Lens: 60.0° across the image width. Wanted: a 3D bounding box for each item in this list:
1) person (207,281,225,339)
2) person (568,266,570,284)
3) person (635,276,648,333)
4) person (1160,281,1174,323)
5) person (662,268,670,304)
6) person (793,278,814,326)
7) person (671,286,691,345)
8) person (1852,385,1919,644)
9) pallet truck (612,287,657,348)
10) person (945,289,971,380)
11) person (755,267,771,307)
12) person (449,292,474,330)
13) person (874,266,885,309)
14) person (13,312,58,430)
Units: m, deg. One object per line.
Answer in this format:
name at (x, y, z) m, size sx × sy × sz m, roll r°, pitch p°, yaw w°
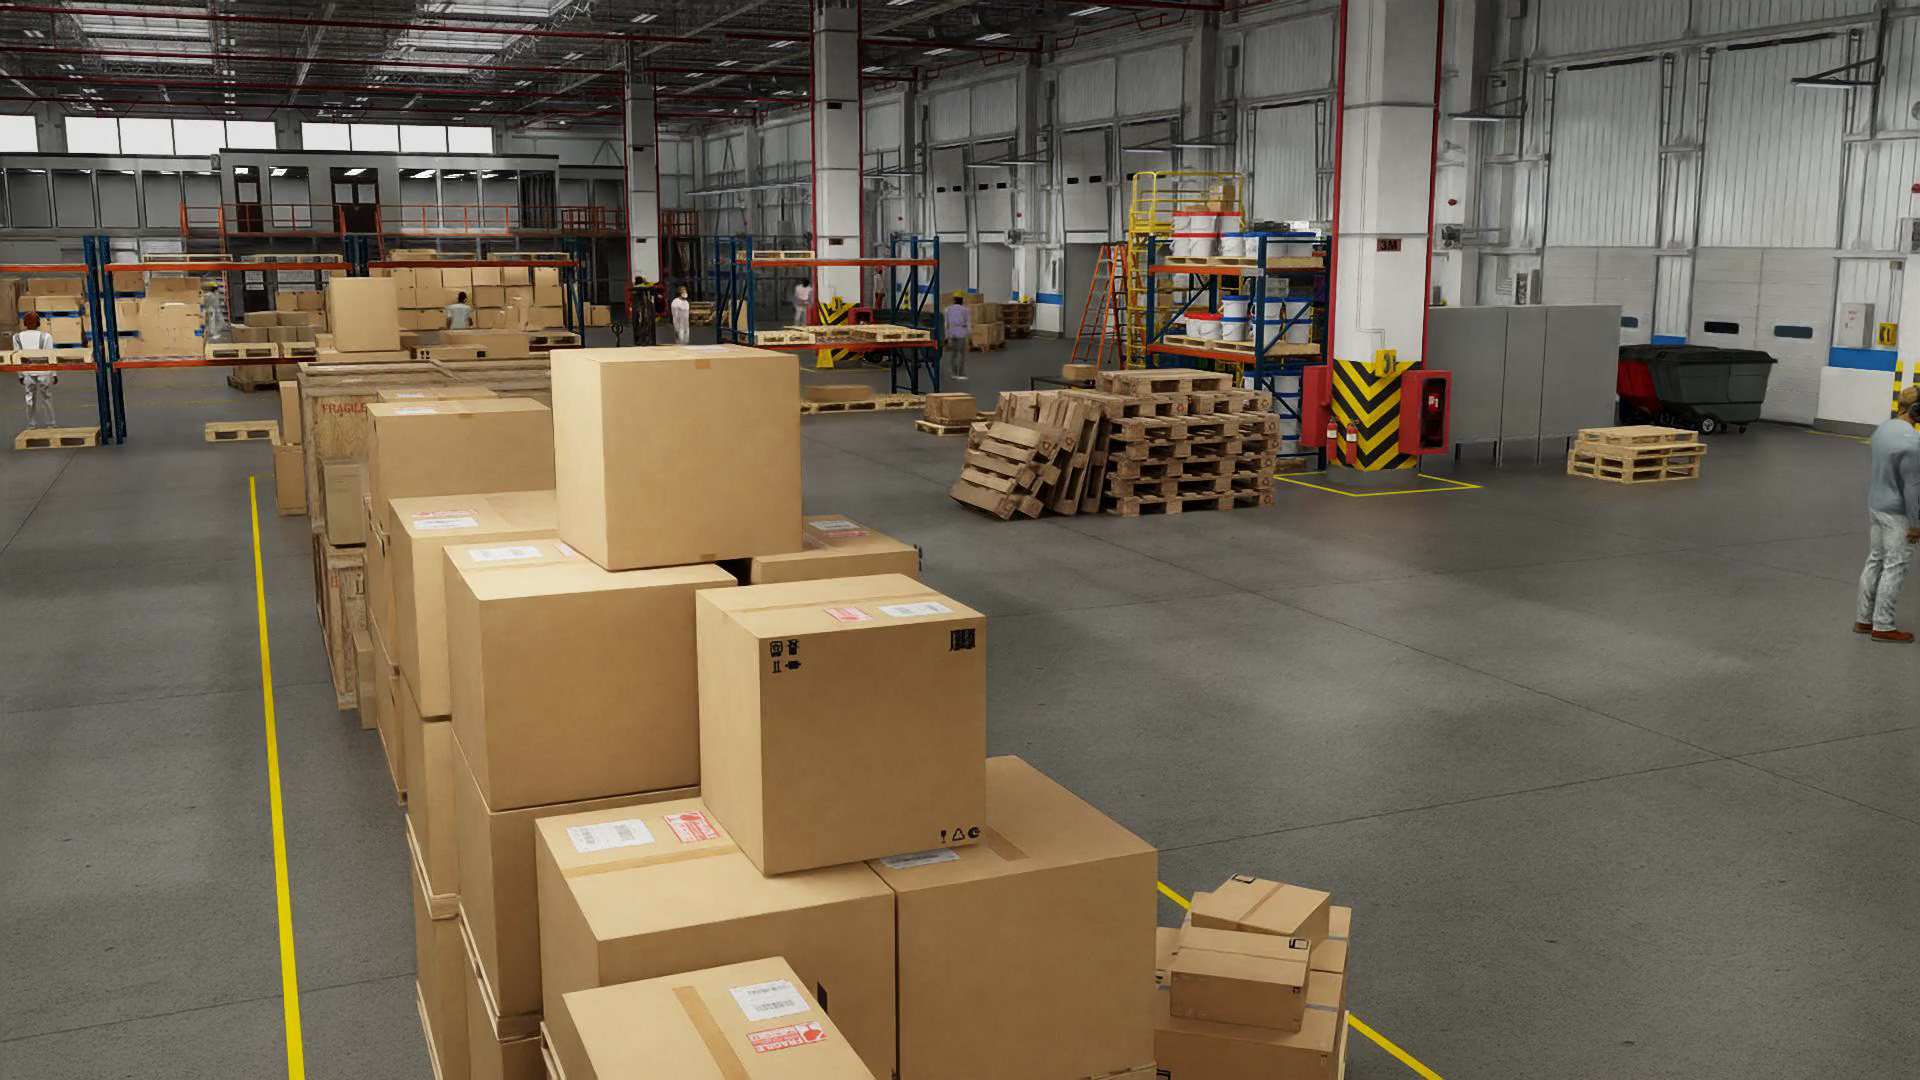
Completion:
person at (-22.281, -6.873, 49.750) m, size 0.529 × 1.723 × 0.505 m, roll 3°, pitch 11°, yaw 18°
person at (-16.813, -10.966, 71.876) m, size 0.356 × 1.883 × 0.573 m, roll -7°, pitch 13°, yaw -35°
person at (-9.961, -7.314, 51.901) m, size 0.431 × 1.835 × 0.624 m, roll 3°, pitch 11°, yaw 16°
person at (5.271, -5.610, 42.235) m, size 0.383 × 1.924 × 0.594 m, roll 4°, pitch 11°, yaw 22°
person at (-11.052, -9.296, 62.681) m, size 0.985 × 1.893 × 0.551 m, roll 2°, pitch 10°, yaw 11°
person at (-4.801, -7.149, 51.076) m, size 0.693 × 1.798 × 0.434 m, roll -1°, pitch 10°, yaw -3°
person at (-6.224, -4.707, 37.232) m, size 0.369 × 1.938 × 0.631 m, roll 3°, pitch 11°, yaw 17°
person at (6.957, -0.190, 12.372) m, size 0.367 × 1.926 × 0.639 m, roll 1°, pitch 10°, yaw 4°
pallet truck at (-6.464, -4.406, 35.401) m, size 0.823 × 1.965 × 1.885 m, roll 6°, pitch 12°, yaw 32°
person at (-0.030, -4.377, 35.438) m, size 0.594 × 1.924 × 0.382 m, roll 6°, pitch 12°, yaw 29°
person at (-8.568, -11.114, 72.656) m, size 0.657 × 1.892 × 0.974 m, roll -5°, pitch 11°, yaw -25°
person at (-10.999, -4.560, 36.707) m, size 0.556 × 1.828 × 0.462 m, roll -3°, pitch 11°, yaw -15°
person at (-3.003, -9.261, 62.170) m, size 0.382 × 1.995 × 0.612 m, roll 5°, pitch 11°, yaw 26°
person at (-14.120, -2.542, 25.447) m, size 0.574 × 1.883 × 0.356 m, roll -2°, pitch 10°, yaw -10°
